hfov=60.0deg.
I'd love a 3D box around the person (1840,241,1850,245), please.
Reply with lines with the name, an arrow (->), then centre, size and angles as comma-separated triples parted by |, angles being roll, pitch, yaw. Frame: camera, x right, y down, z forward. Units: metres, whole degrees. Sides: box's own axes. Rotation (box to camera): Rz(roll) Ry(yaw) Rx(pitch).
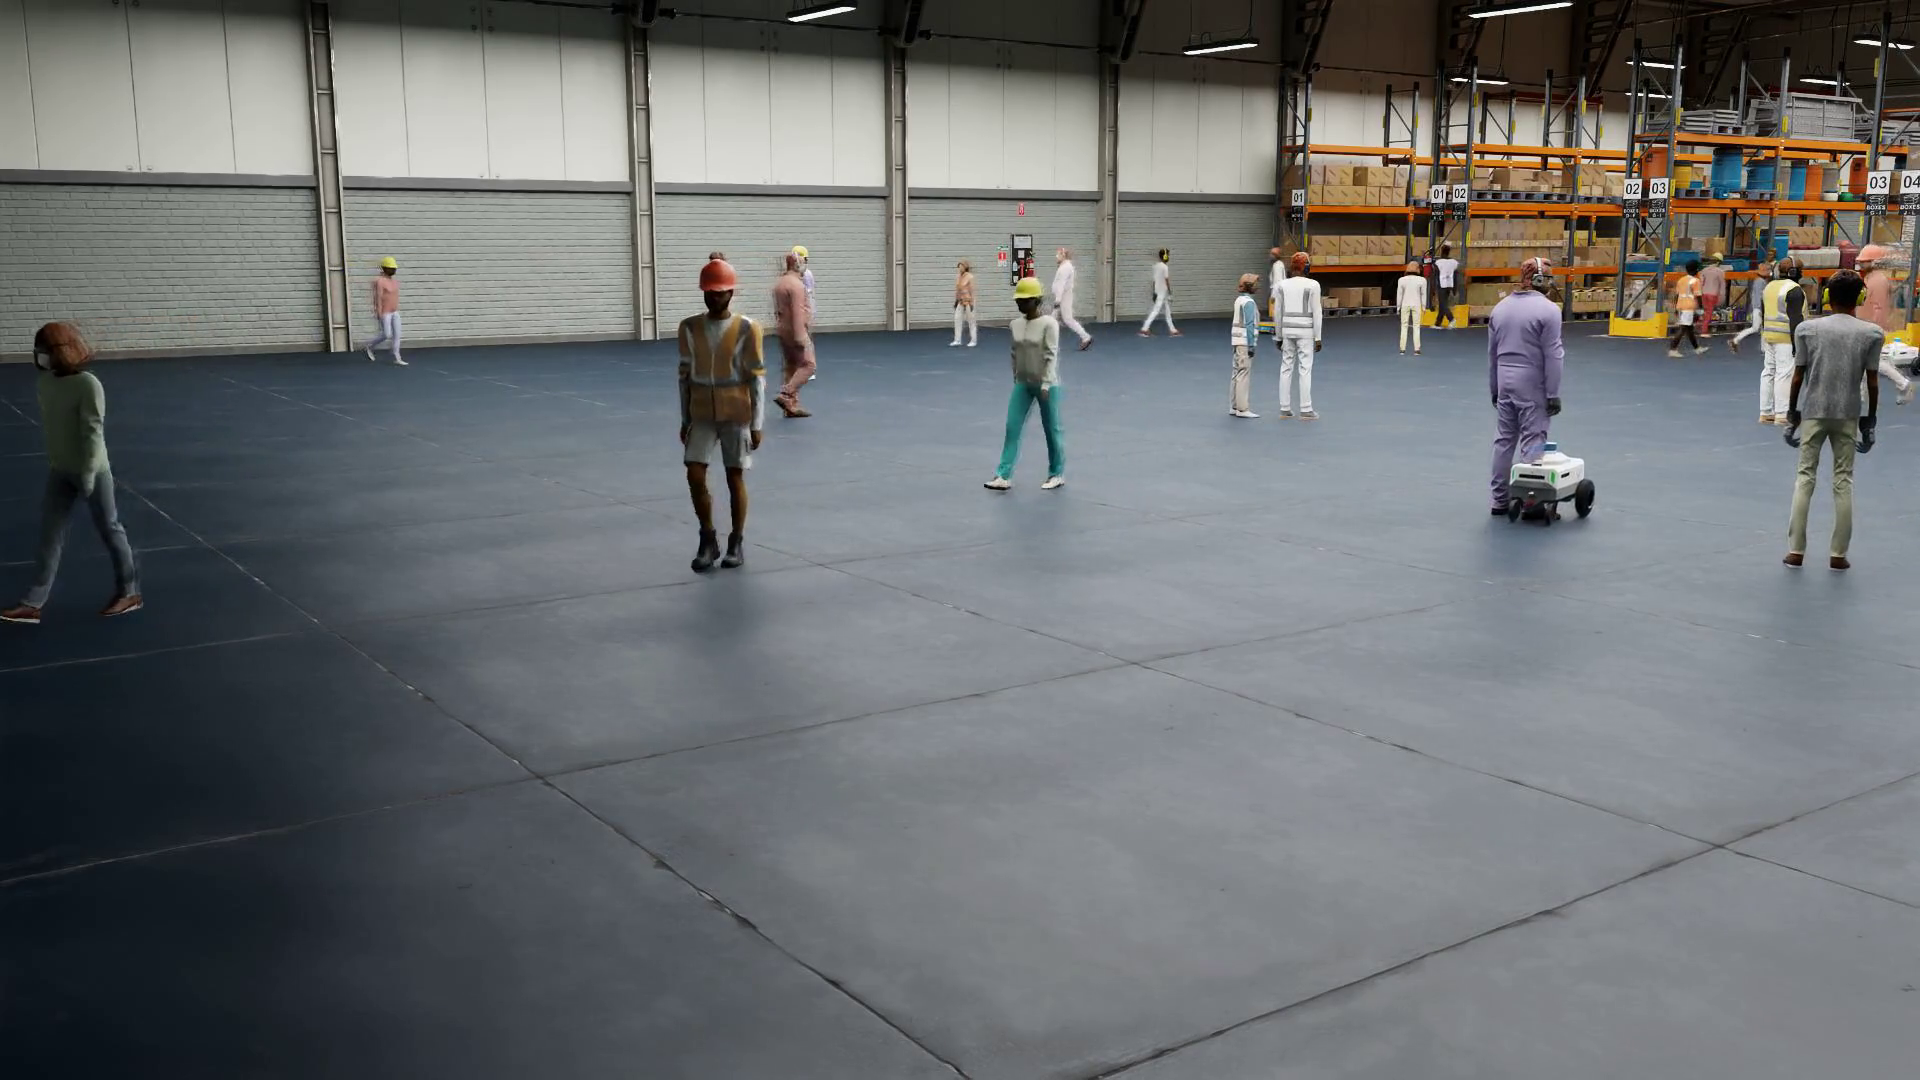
person -> 22.151, -6.515, 41.754 | 0.355, 1.938, 0.545 | -5, 11, -26

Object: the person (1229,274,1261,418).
person -> 3.259, -2.218, 19.026 | 0.314, 1.636, 0.516 | -1, 10, -6

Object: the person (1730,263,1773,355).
person -> 13.898, -4.027, 29.001 | 0.694, 1.612, 0.501 | 9, 13, 39

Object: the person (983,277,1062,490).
person -> 0.544, -1.232, 13.383 | 0.535, 1.727, 0.879 | 8, 13, 37

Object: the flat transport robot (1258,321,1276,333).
flat transport robot -> 6.663, -4.540, 35.502 | 0.652, 0.197, 1.431 | -7, 13, -34

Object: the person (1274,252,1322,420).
person -> 3.824, -2.296, 18.780 | 0.573, 1.883, 0.355 | 8, 13, 39

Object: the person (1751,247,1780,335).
person -> 16.803, -5.182, 34.733 | 0.682, 1.828, 0.547 | -7, 13, -34

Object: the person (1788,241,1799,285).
person -> 21.929, -6.961, 44.201 | 1.022, 1.958, 0.621 | -9, 13, -39

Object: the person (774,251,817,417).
person -> -1.857, -2.322, 18.878 | 0.417, 1.893, 0.671 | -4, 11, -22

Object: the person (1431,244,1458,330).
person -> 10.811, -5.621, 37.003 | 0.597, 1.891, 0.863 | -5, 11, -23

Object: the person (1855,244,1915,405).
person -> 11.032, -2.553, 19.967 | 0.774, 1.973, 0.627 | 2, 11, 12

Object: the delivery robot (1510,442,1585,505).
delivery robot -> 4.302, -0.473, 12.172 | 0.477, 0.478, 0.707 | 8, 13, 37

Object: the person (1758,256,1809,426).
person -> 9.040, -2.176, 18.235 | 0.429, 1.845, 0.621 | -1, 10, -5

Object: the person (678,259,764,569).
person -> -1.486, -0.753, 10.237 | 0.563, 1.913, 0.609 | 1, 10, 8

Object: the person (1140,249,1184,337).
person -> 4.154, -5.085, 34.272 | 0.992, 1.820, 0.542 | -3, 11, -14

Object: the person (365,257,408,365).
person -> -9.236, -3.670, 26.698 | 0.596, 1.745, 0.529 | 4, 11, 19

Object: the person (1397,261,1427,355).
person -> 7.907, -4.062, 29.143 | 0.503, 1.632, 0.271 | 4, 11, 21

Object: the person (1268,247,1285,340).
person -> 6.330, -4.896, 33.117 | 0.459, 1.848, 0.617 | 1, 10, 7

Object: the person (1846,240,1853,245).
person -> 25.202, -7.550, 47.341 | 0.663, 1.971, 1.029 | -4, 11, -19

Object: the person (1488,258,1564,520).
person -> 4.155, -1.099, 12.166 | 0.401, 1.905, 0.642 | -5, 12, -26

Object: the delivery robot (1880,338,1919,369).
delivery robot -> 13.907, -2.760, 24.705 | 0.707, 0.478, 0.477 | -7, 12, -32

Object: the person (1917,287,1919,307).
person -> 21.387, -5.540, 36.695 | 0.404, 1.833, 0.591 | -5, 11, -26

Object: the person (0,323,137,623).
person -> -4.758, -0.338, 8.805 | 0.520, 1.593, 0.816 | 5, 11, 23

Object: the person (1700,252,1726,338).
person -> 15.382, -4.992, 33.983 | 0.591, 1.737, 0.532 | -5, 12, -26

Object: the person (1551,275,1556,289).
person -> 15.039, -6.608, 42.688 | 0.596, 1.795, 0.896 | 10, 14, 43

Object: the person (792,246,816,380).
person -> -2.265, -3.249, 23.877 | 0.377, 1.929, 0.585 | -3, 11, -14

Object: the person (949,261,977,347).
person -> 0.064, -4.407, 31.090 | 0.679, 1.604, 0.535 | -8, 13, -38

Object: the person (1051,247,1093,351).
person -> 1.942, -4.357, 30.123 | 0.910, 1.876, 0.652 | 0, 10, 1

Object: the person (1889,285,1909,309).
person -> 21.515, -5.816, 37.920 | 0.354, 1.937, 0.635 | -9, 13, -39

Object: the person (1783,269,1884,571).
person -> 5.385, -0.734, 10.286 | 0.504, 1.862, 0.311 | 5, 11, 24

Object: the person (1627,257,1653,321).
person -> 14.997, -5.438, 36.710 | 0.537, 1.621, 0.528 | -9, 14, -42

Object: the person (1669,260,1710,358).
person -> 12.471, -3.923, 28.293 | 0.846, 1.652, 0.556 | -2, 10, -9

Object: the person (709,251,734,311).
person -> -3.868, -3.719, 26.733 | 0.442, 1.826, 0.650 | -5, 11, -24
